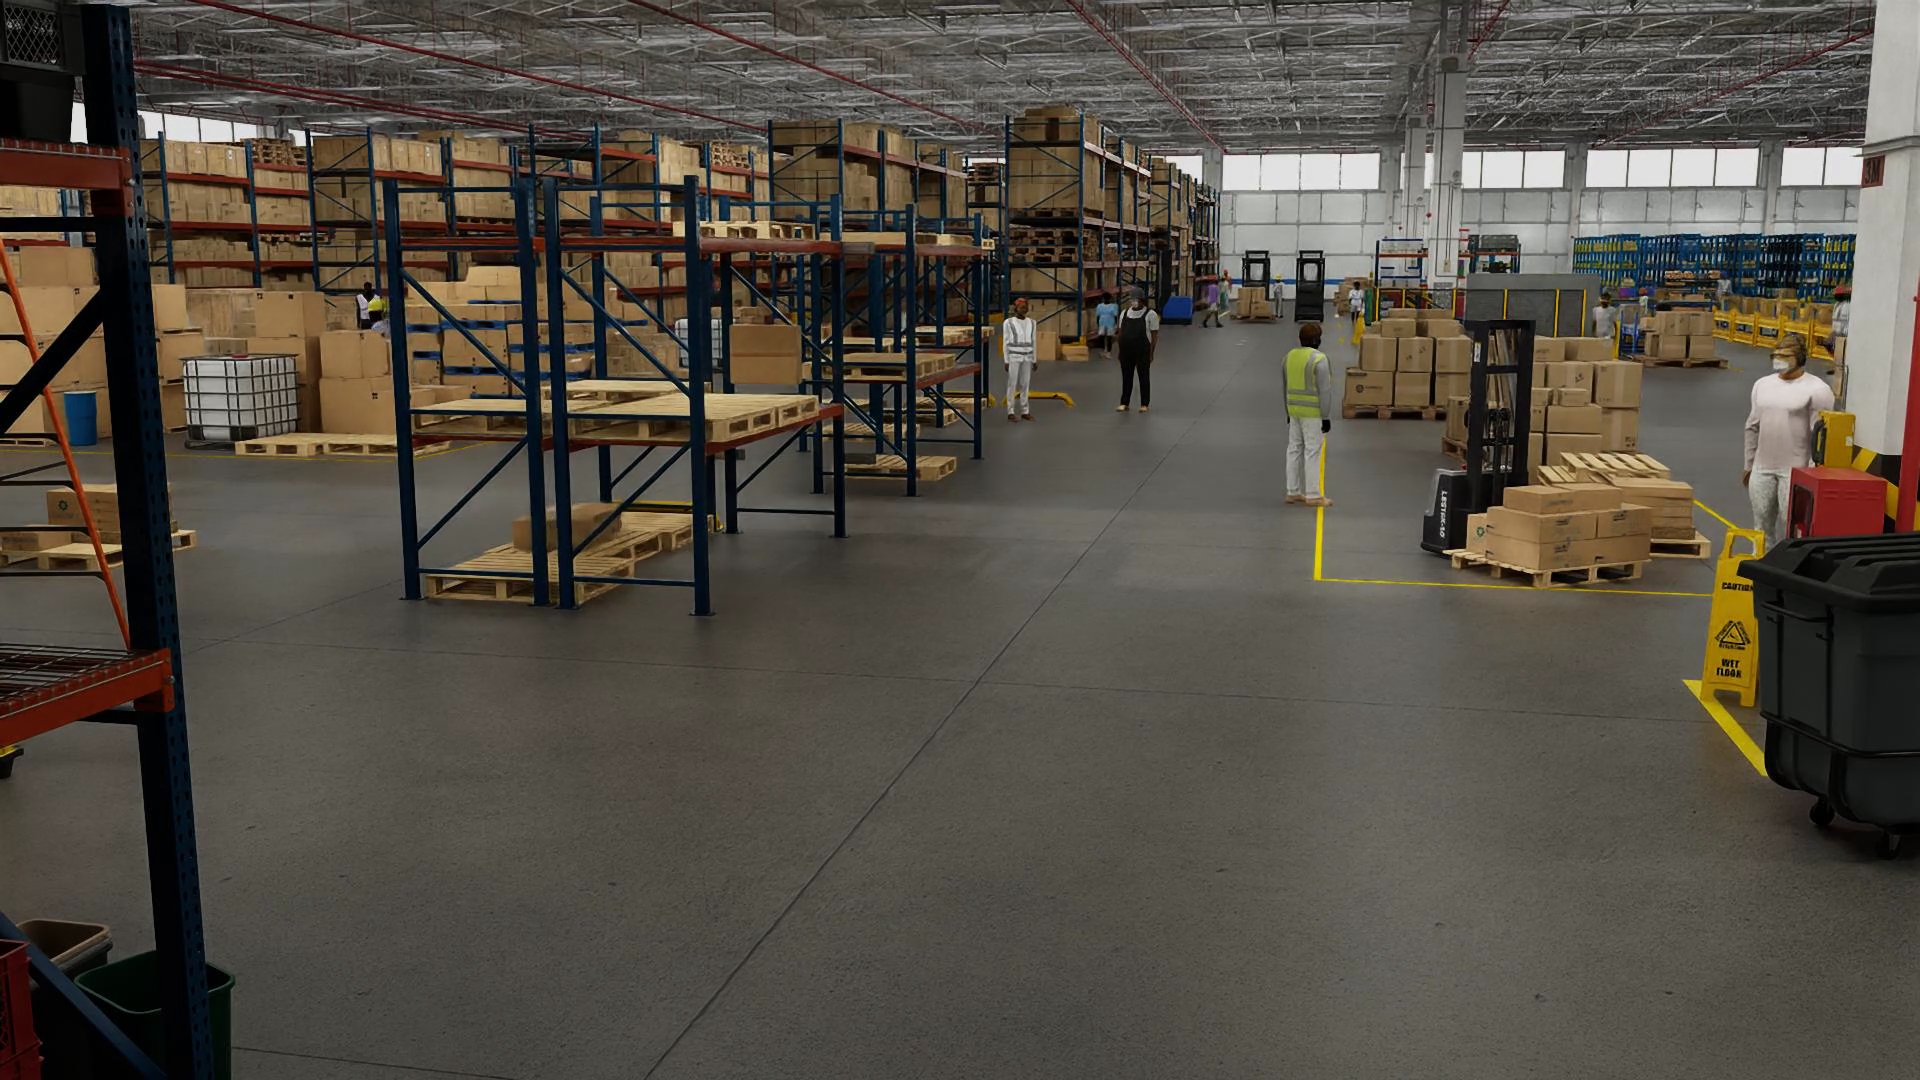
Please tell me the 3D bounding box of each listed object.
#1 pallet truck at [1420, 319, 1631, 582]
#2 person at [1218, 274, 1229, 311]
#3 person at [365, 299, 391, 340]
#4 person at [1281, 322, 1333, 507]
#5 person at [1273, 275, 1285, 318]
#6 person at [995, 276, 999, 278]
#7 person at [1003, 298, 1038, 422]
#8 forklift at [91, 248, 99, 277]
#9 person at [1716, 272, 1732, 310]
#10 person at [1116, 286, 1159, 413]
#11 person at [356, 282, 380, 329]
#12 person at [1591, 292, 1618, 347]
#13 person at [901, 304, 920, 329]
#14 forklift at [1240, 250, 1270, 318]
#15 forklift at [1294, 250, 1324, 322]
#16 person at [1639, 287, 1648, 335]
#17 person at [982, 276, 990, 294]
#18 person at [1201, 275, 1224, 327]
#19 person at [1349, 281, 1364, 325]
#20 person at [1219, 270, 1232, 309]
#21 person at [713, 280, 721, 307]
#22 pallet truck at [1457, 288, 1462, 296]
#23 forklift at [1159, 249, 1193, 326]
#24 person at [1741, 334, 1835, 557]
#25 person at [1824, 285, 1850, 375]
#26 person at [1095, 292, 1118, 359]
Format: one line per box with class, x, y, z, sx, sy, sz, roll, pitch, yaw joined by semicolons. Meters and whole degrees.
pallet truck;4.543;-0.757;13.299;0.823;1.965;1.885;-4;10;-22
person;12.671;-11.905;80.072;0.530;1.750;0.667;2;10;11
person;-8.647;-2.686;25.055;0.947;1.893;0.598;0;10;2
person;3.508;-1.256;16.703;0.429;1.846;0.633;-6;11;-30
person;13.450;-10.279;70.216;0.405;1.823;0.591;-7;12;-36
person;2.237;-14.797;97.041;0.931;1.796;0.632;1;10;7
person;0.924;-2.746;25.420;0.574;1.883;0.356;-5;11;-28
forklift;-26.213;-7.624;51.350;1.129;2.768;1.873;2;10;12
person;33.833;-10.888;73.626;0.620;1.889;1.045;0;10;2
person;2.841;-3.081;26.931;0.684;2.000;0.538;5;11;27
person;-14.763;-5.484;41.559;0.587;1.911;0.397;-4;11;-24
person;13.060;-4.099;33.620;0.679;1.832;0.537;-8;12;-39
person;-1.134;-4.261;35.219;0.525;1.613;0.660;6;11;30
forklift;12.004;-10.331;67.380;1.129;2.768;1.873;2;10;12
forklift;13.778;-10.002;65.433;1.129;2.768;1.873;2;10;12
person;20.626;-6.816;50.258;0.286;1.632;0.500;6;12;34
person;1.387;-13.782;90.714;0.552;1.908;0.890;2;10;11
person;9.155;-8.633;60.227;0.892;1.913;0.557;-4;10;-21
person;14.481;-8.613;60.755;0.541;1.677;0.634;1;10;8
person;13.255;-12.525;83.171;0.647;1.939;1.045;2;10;11
person;-6.085;-5.558;41.823;0.689;1.971;0.622;2;10;11
pallet truck;20.506;-9.785;68.819;0.653;1.274;1.630;2;10;12
forklift;7.646;-9.320;61.395;1.873;2.768;1.129;2;10;11
person;5.945;-0.512;12.030;0.368;1.938;0.632;-6;11;-30
person;18.801;-4.493;35.639;0.404;1.922;0.577;1;10;6
person;3.672;-5.349;41.487;0.594;1.659;0.747;2;10;12
